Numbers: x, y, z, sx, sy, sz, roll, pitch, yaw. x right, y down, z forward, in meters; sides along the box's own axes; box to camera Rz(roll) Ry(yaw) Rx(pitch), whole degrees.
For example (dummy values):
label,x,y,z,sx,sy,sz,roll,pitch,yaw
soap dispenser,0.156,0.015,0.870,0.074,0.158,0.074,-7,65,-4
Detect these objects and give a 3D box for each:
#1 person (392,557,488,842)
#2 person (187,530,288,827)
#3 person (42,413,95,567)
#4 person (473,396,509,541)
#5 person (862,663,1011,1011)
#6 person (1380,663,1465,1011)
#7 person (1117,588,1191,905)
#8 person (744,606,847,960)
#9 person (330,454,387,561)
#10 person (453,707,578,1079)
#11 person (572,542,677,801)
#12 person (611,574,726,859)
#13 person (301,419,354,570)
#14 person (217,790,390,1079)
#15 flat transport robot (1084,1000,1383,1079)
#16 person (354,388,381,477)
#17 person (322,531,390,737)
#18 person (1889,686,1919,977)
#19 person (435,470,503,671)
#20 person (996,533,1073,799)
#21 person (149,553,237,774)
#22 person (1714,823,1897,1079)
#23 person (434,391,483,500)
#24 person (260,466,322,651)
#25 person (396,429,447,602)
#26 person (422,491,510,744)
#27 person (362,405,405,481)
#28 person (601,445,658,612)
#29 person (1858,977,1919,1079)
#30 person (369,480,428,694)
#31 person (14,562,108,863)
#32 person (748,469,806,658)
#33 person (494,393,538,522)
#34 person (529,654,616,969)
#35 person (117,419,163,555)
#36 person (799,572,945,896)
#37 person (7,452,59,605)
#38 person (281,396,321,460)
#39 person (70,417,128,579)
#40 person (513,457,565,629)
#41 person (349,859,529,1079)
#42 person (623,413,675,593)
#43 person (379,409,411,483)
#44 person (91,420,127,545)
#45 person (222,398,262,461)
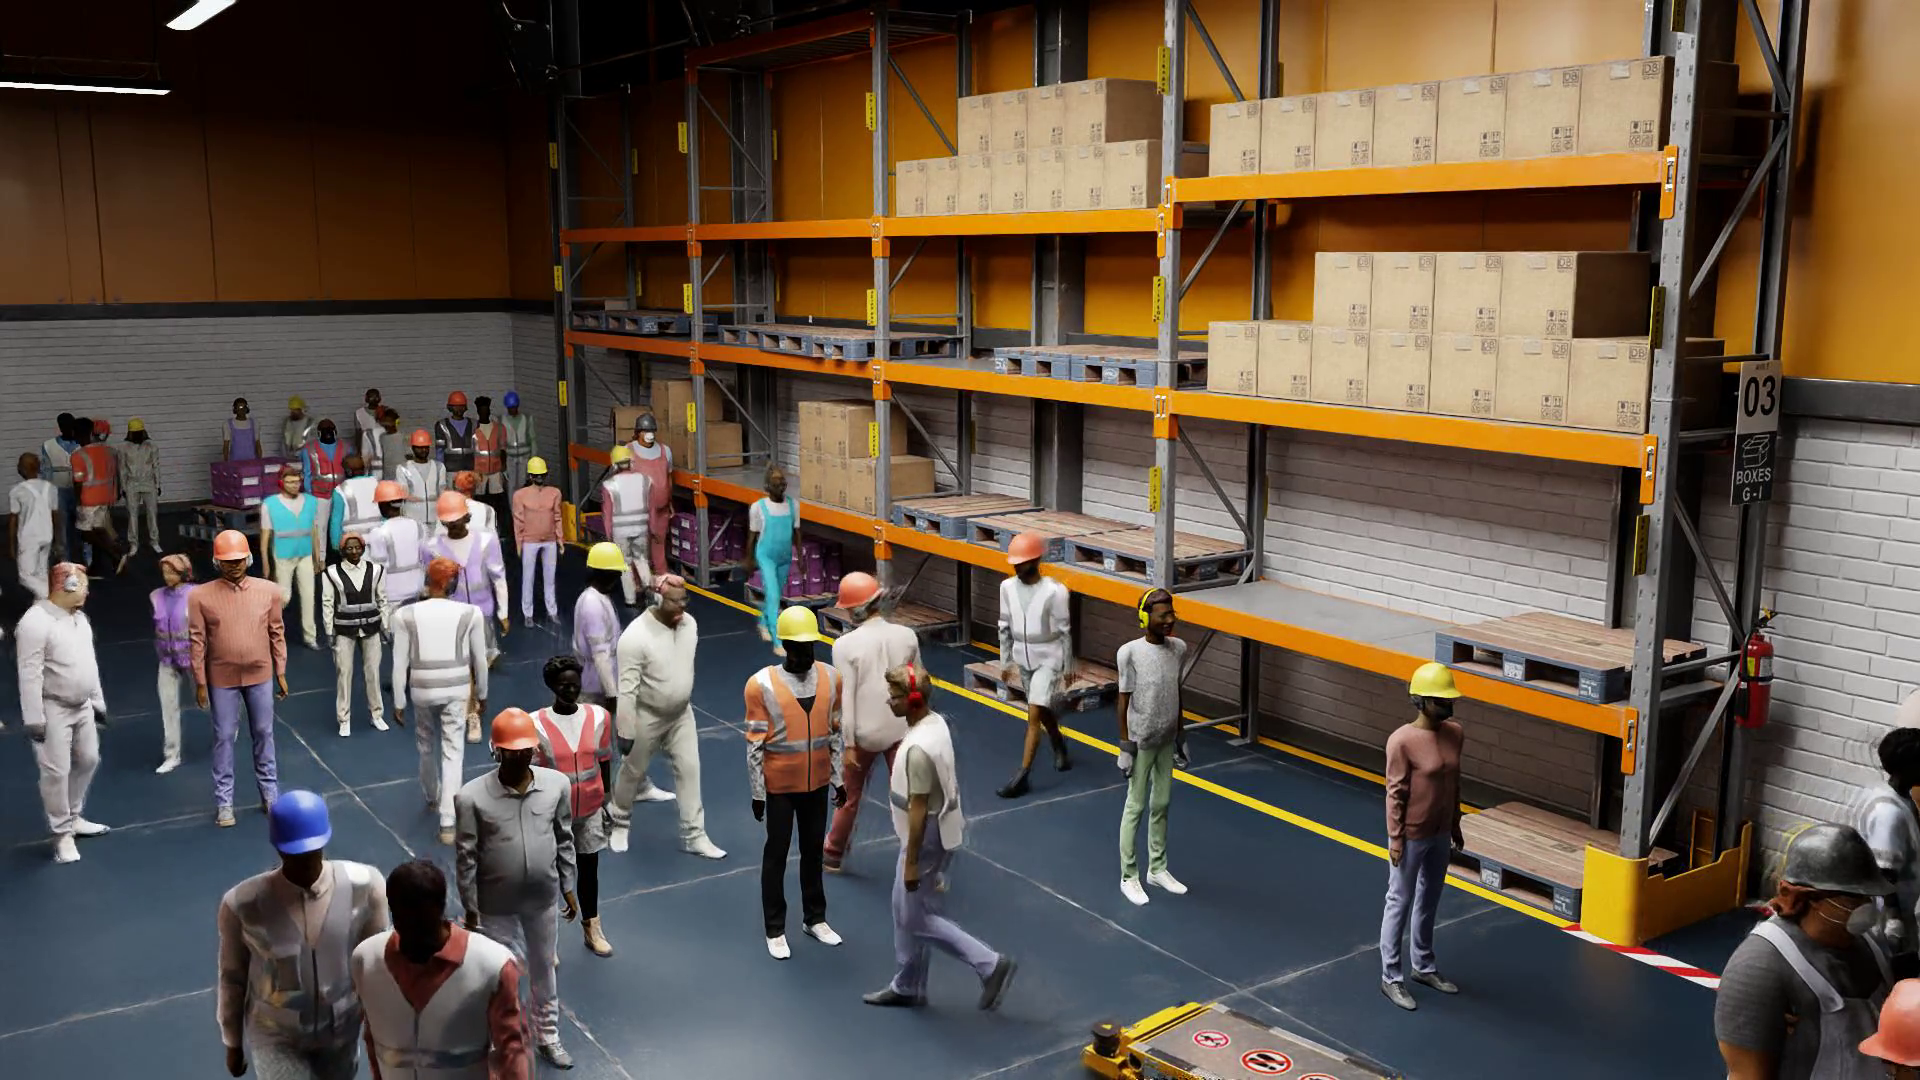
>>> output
label,x,y,z,sx,sy,sz,roll,pitch,yaw
person,-3.444,1.025,11.074,0.596,1.833,1.012,-2,10,-12
person,-4.838,0.914,11.186,0.612,1.995,0.382,-6,12,-33
person,-10.833,-0.598,20.291,0.591,1.919,0.392,-6,12,-33
person,-6.319,-0.943,22.175,0.607,1.966,0.367,-6,12,-33
person,-0.128,1.496,8.287,0.665,1.819,0.575,0,10,1
person,2.372,1.489,8.476,0.525,1.772,0.309,-6,12,-33
person,1.153,1.204,9.841,0.514,1.876,0.328,-6,12,-33
person,-0.882,1.304,9.086,0.588,1.930,0.364,-6,12,-33
person,-6.178,0.006,17.164,0.971,1.782,0.645,8,13,40
person,-2.036,1.628,7.693,0.563,1.755,0.323,-6,12,-33
person,-2.520,0.936,11.424,0.986,1.877,0.598,-1,10,-5
person,-1.937,1.108,10.538,0.846,1.845,0.664,8,12,38
person,-7.671,-0.558,20.277,0.625,1.844,0.429,-6,12,-33
person,-2.459,1.806,6.280,0.616,1.895,0.986,-6,11,-32
flat transport robot,1.303,2.408,7.473,0.652,0.197,1.431,-9,13,-43
person,-8.750,-1.348,24.887,0.565,1.850,0.390,-6,12,-33
person,-4.807,0.738,13.263,0.514,1.641,0.309,-6,12,-33
person,4.957,1.390,8.257,0.682,2.000,0.537,-6,12,-33
person,-4.506,0.280,15.358,0.952,1.851,0.617,8,13,40
person,0.570,0.846,11.982,0.554,1.878,1.056,6,11,32
person,-5.787,0.882,12.499,0.522,1.616,0.740,2,10,10
person,2.746,1.893,5.307,0.682,2.000,0.537,-6,12,-33
person,-6.595,-0.946,21.952,0.607,2.048,0.370,-6,12,-33
person,-6.520,0.164,16.130,0.692,1.818,0.608,8,13,39
person,-5.836,-0.239,18.115,0.545,1.942,0.354,-6,12,-33
person,-3.964,0.556,13.350,0.623,1.992,1.062,-4,10,-23
person,-7.629,-0.872,22.110,0.583,1.856,0.843,-4,11,-23
person,-3.512,-0.104,17.704,0.614,1.808,0.541,-6,11,-30
person,2.446,2.082,4.310,0.635,1.999,0.901,-7,12,-37
person,-4.741,0.442,14.229,0.774,1.912,0.546,6,12,33
person,-5.708,1.085,10.570,0.455,1.876,0.716,1,10,5
person,-1.820,0.181,16.106,0.517,1.806,0.951,-6,11,-30
person,-6.236,-1.127,23.428,0.602,1.892,0.977,-5,11,-26
person,-2.107,1.442,8.952,0.535,1.700,0.318,-6,12,-33
person,-10.497,-0.686,21.318,0.487,1.744,0.297,-6,12,-33
person,-0.485,1.147,10.050,0.684,1.926,0.937,-6,11,-30
person,-9.386,0.018,16.932,0.715,1.830,0.526,4,11,24
person,-9.610,-1.229,24.367,0.575,1.795,0.915,3,10,16
person,-10.122,-0.477,19.500,0.665,1.947,0.614,1,10,8
person,-4.322,0.019,17.112,0.525,1.769,0.316,-6,12,-33
person,-1.743,1.929,5.678,0.612,1.859,1.076,1,10,3
person,-3.535,-0.427,18.927,0.682,2.000,0.537,-6,12,-33
person,-7.354,-0.816,21.822,0.526,1.840,0.754,3,10,18
person,-11.167,-0.714,21.627,0.567,1.696,0.913,1,10,8
person,-10.012,-1.067,23.252,0.506,1.847,0.345,-6,12,-33
